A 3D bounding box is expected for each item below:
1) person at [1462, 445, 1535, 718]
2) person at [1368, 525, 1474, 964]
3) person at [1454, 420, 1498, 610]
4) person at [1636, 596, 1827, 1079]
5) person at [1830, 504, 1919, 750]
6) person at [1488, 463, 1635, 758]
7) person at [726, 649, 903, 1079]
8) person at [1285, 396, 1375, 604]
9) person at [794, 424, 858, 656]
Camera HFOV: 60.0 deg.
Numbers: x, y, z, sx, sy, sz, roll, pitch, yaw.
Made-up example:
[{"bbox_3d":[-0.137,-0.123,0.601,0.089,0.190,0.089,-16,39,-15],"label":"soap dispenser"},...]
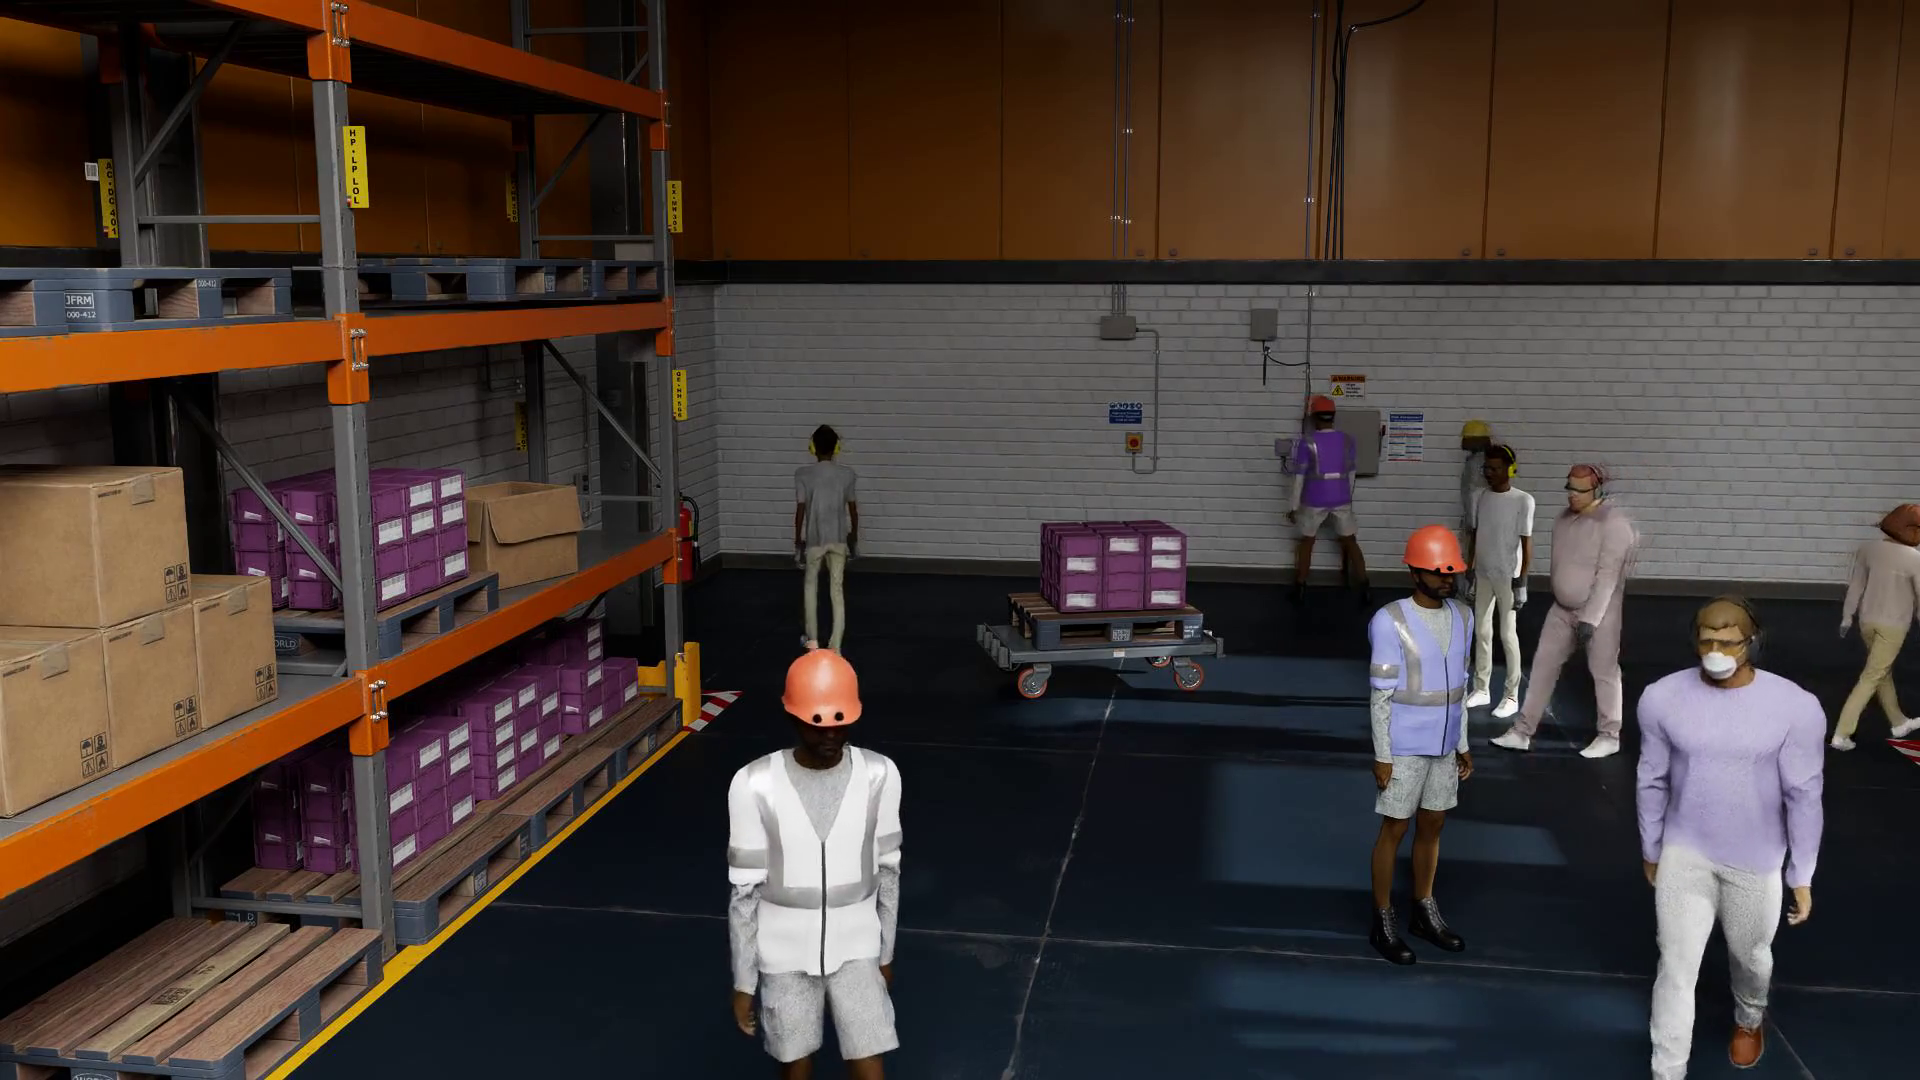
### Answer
[{"bbox_3d":[3.662,0.271,11.387,0.317,1.860,0.509,-7,11,-35],"label":"person"},{"bbox_3d":[2.049,0.889,7.334,0.546,1.938,0.360,-5,10,-27],"label":"person"},{"bbox_3d":[4.598,-0.203,14.712,0.579,1.722,0.494,4,10,22],"label":"person"},{"bbox_3d":[2.779,1.120,6.050,0.639,1.904,0.978,6,11,31],"label":"person"},{"bbox_3d":[5.882,0.549,10.530,0.881,1.574,0.524,-4,10,-23],"label":"person"},{"bbox_3d":[3.742,0.461,10.238,0.931,1.857,0.631,-4,10,-24],"label":"person"},{"bbox_3d":[-0.429,1.268,5.069,0.553,1.919,0.510,-2,9,-13],"label":"person"},{"bbox_3d":[3.386,-0.349,15.136,0.767,1.894,0.566,0,9,-1],"label":"person"},{"bbox_3d":[-1.061,0.015,13.037,0.524,1.838,0.857,-2,9,-13],"label":"person"}]
